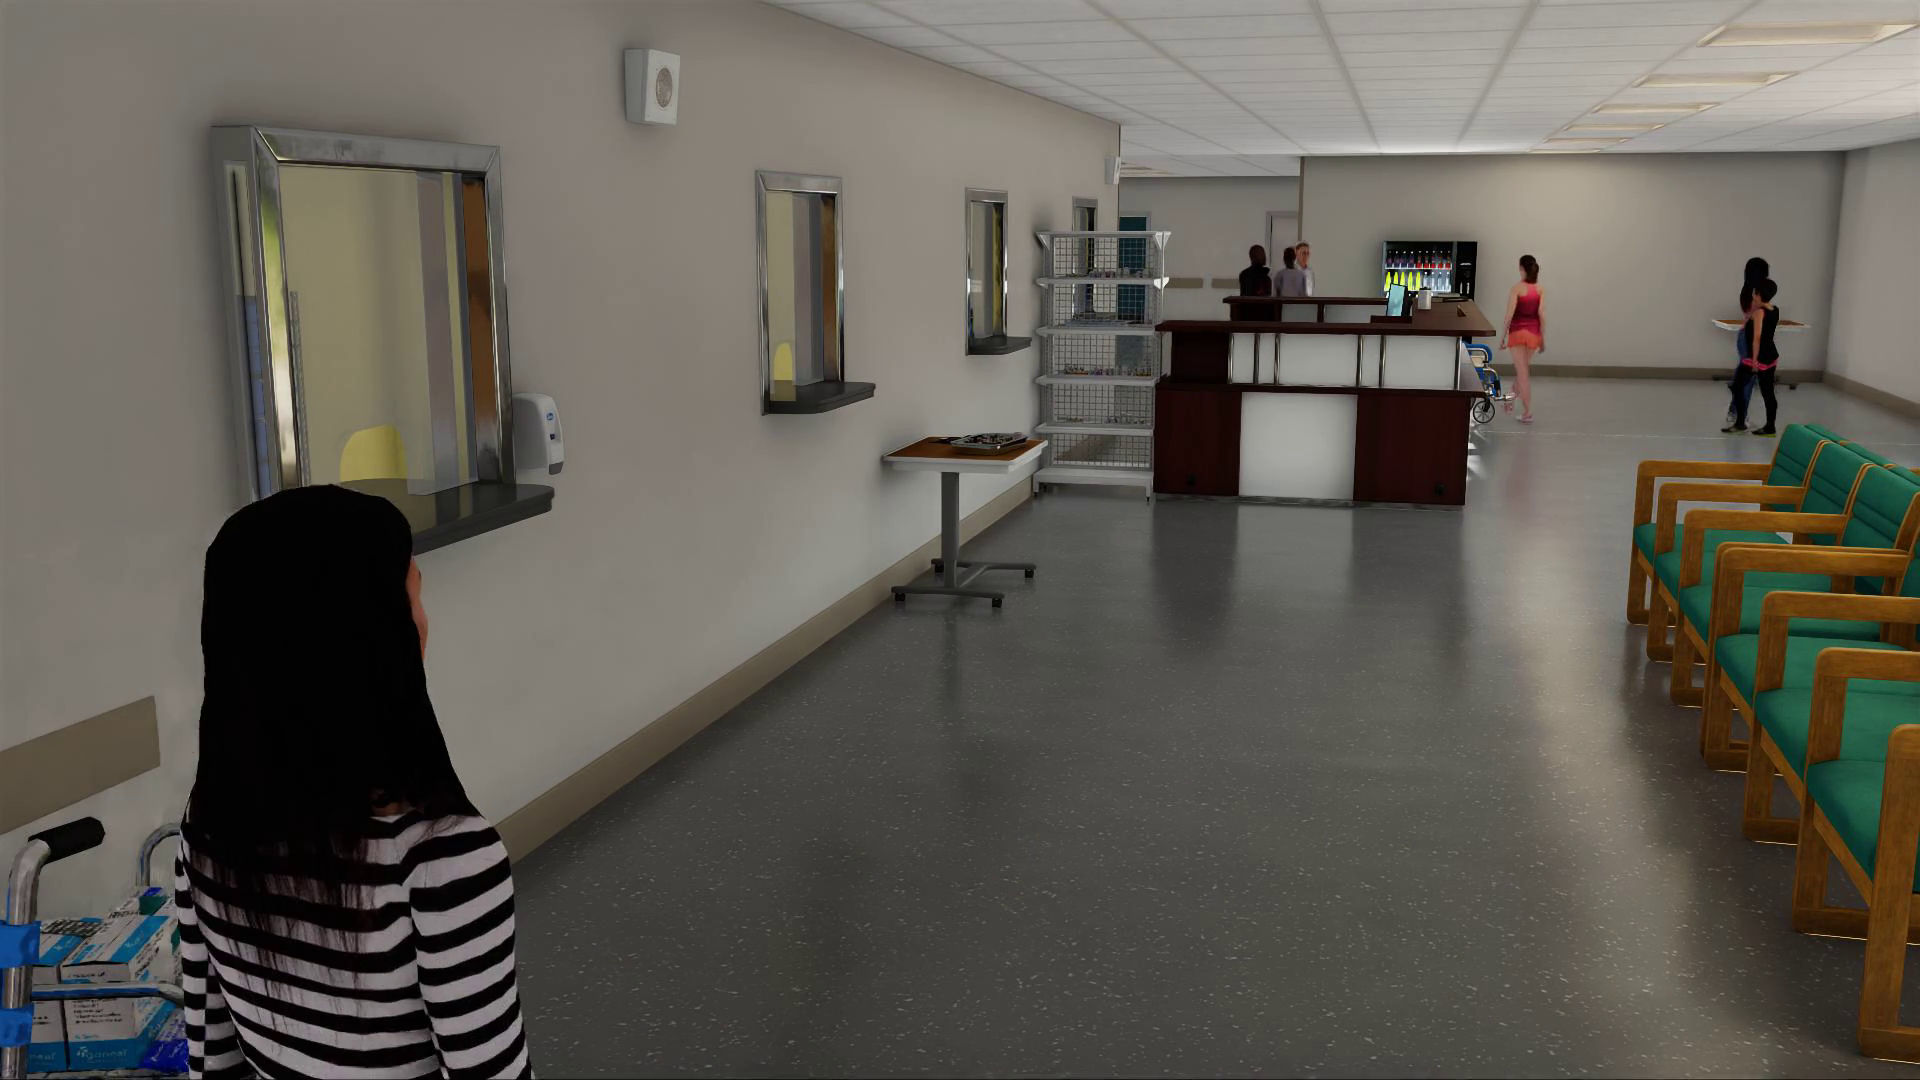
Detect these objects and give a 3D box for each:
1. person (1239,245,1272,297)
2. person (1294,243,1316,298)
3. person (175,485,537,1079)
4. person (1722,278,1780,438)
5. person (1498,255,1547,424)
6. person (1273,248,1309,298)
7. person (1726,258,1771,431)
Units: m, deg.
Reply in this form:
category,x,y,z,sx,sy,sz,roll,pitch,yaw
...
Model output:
category,x,y,z,sx,sy,sz,roll,pitch,yaw
person,3.496,-2.640,20.085,1.020,1.803,0.866,7,13,32
person,4.598,-3.153,22.847,1.198,1.783,1.179,-4,11,-20
person,-0.640,0.851,1.718,0.988,1.775,0.801,5,12,26
person,7.847,-1.756,16.147,0.743,1.534,0.807,-6,12,-30
person,5.925,-2.080,17.347,1.054,1.724,0.949,-2,11,-12
person,4.275,-2.869,21.506,1.030,1.724,0.880,0,11,0
person,8.063,-2.017,17.001,0.595,1.729,0.680,4,11,19
